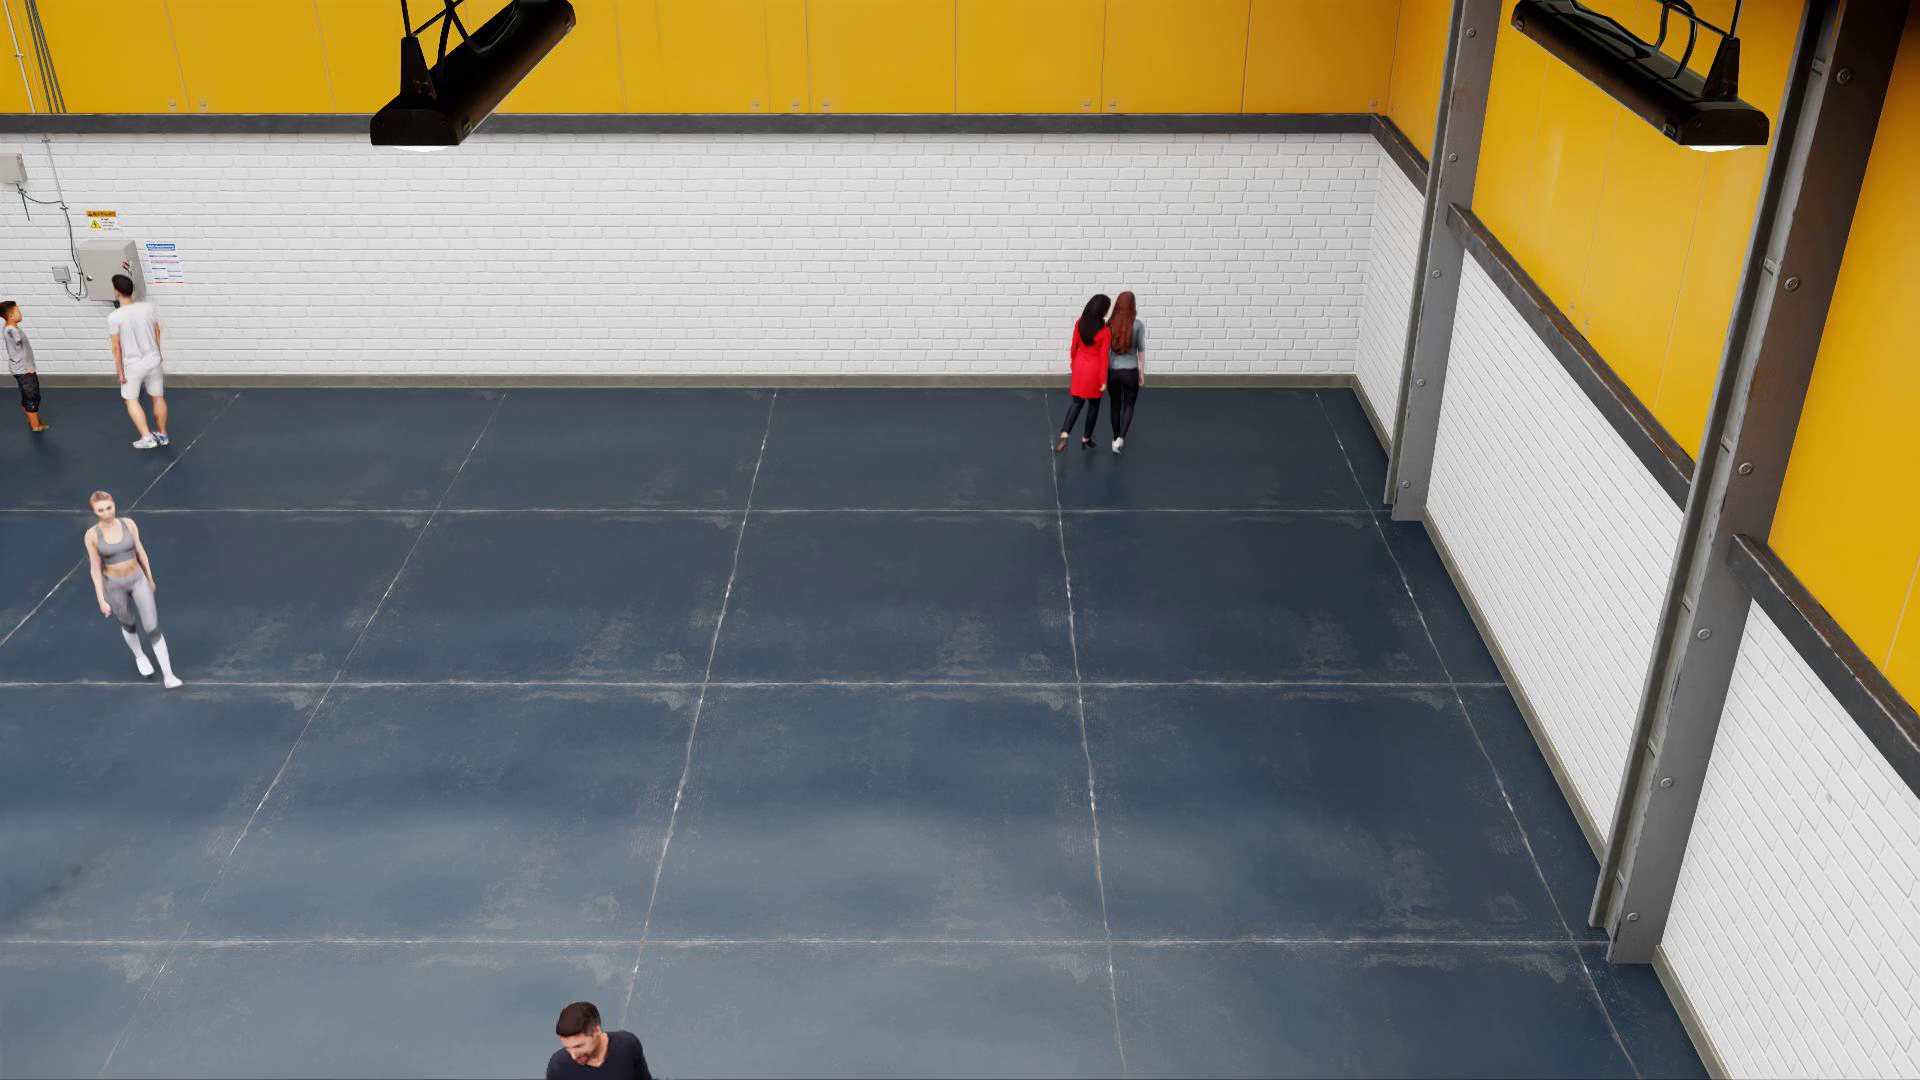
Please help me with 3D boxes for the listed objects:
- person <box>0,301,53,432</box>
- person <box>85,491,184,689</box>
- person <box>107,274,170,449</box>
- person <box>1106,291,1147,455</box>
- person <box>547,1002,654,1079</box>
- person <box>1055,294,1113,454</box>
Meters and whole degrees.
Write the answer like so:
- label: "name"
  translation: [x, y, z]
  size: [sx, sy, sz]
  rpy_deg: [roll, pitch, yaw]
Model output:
- label: "person"
  translation: [-9.799, -1.858, 17.355]
  size: [0.691, 1.452, 0.613]
  rpy_deg: [-21, 35, -34]
- label: "person"
  translation: [-6.573, 0.356, 13.066]
  size: [0.988, 1.673, 1.099]
  rpy_deg: [-22, 35, -34]
- label: "person"
  translation: [-8.237, -1.785, 16.805]
  size: [0.893, 1.851, 0.813]
  rpy_deg: [20, 35, 33]
- label: "person"
  translation: [1.615, -1.617, 16.626]
  size: [0.721, 1.727, 0.943]
  rpy_deg: [5, 29, 9]
- label: "person"
  translation: [-1.686, 2.924, 8.185]
  size: [0.919, 1.839, 0.829]
  rpy_deg: [-24, 36, -36]
- label: "person"
  translation: [1.259, -1.616, 16.626]
  size: [0.953, 1.726, 1.033]
  rpy_deg: [17, 33, 29]
